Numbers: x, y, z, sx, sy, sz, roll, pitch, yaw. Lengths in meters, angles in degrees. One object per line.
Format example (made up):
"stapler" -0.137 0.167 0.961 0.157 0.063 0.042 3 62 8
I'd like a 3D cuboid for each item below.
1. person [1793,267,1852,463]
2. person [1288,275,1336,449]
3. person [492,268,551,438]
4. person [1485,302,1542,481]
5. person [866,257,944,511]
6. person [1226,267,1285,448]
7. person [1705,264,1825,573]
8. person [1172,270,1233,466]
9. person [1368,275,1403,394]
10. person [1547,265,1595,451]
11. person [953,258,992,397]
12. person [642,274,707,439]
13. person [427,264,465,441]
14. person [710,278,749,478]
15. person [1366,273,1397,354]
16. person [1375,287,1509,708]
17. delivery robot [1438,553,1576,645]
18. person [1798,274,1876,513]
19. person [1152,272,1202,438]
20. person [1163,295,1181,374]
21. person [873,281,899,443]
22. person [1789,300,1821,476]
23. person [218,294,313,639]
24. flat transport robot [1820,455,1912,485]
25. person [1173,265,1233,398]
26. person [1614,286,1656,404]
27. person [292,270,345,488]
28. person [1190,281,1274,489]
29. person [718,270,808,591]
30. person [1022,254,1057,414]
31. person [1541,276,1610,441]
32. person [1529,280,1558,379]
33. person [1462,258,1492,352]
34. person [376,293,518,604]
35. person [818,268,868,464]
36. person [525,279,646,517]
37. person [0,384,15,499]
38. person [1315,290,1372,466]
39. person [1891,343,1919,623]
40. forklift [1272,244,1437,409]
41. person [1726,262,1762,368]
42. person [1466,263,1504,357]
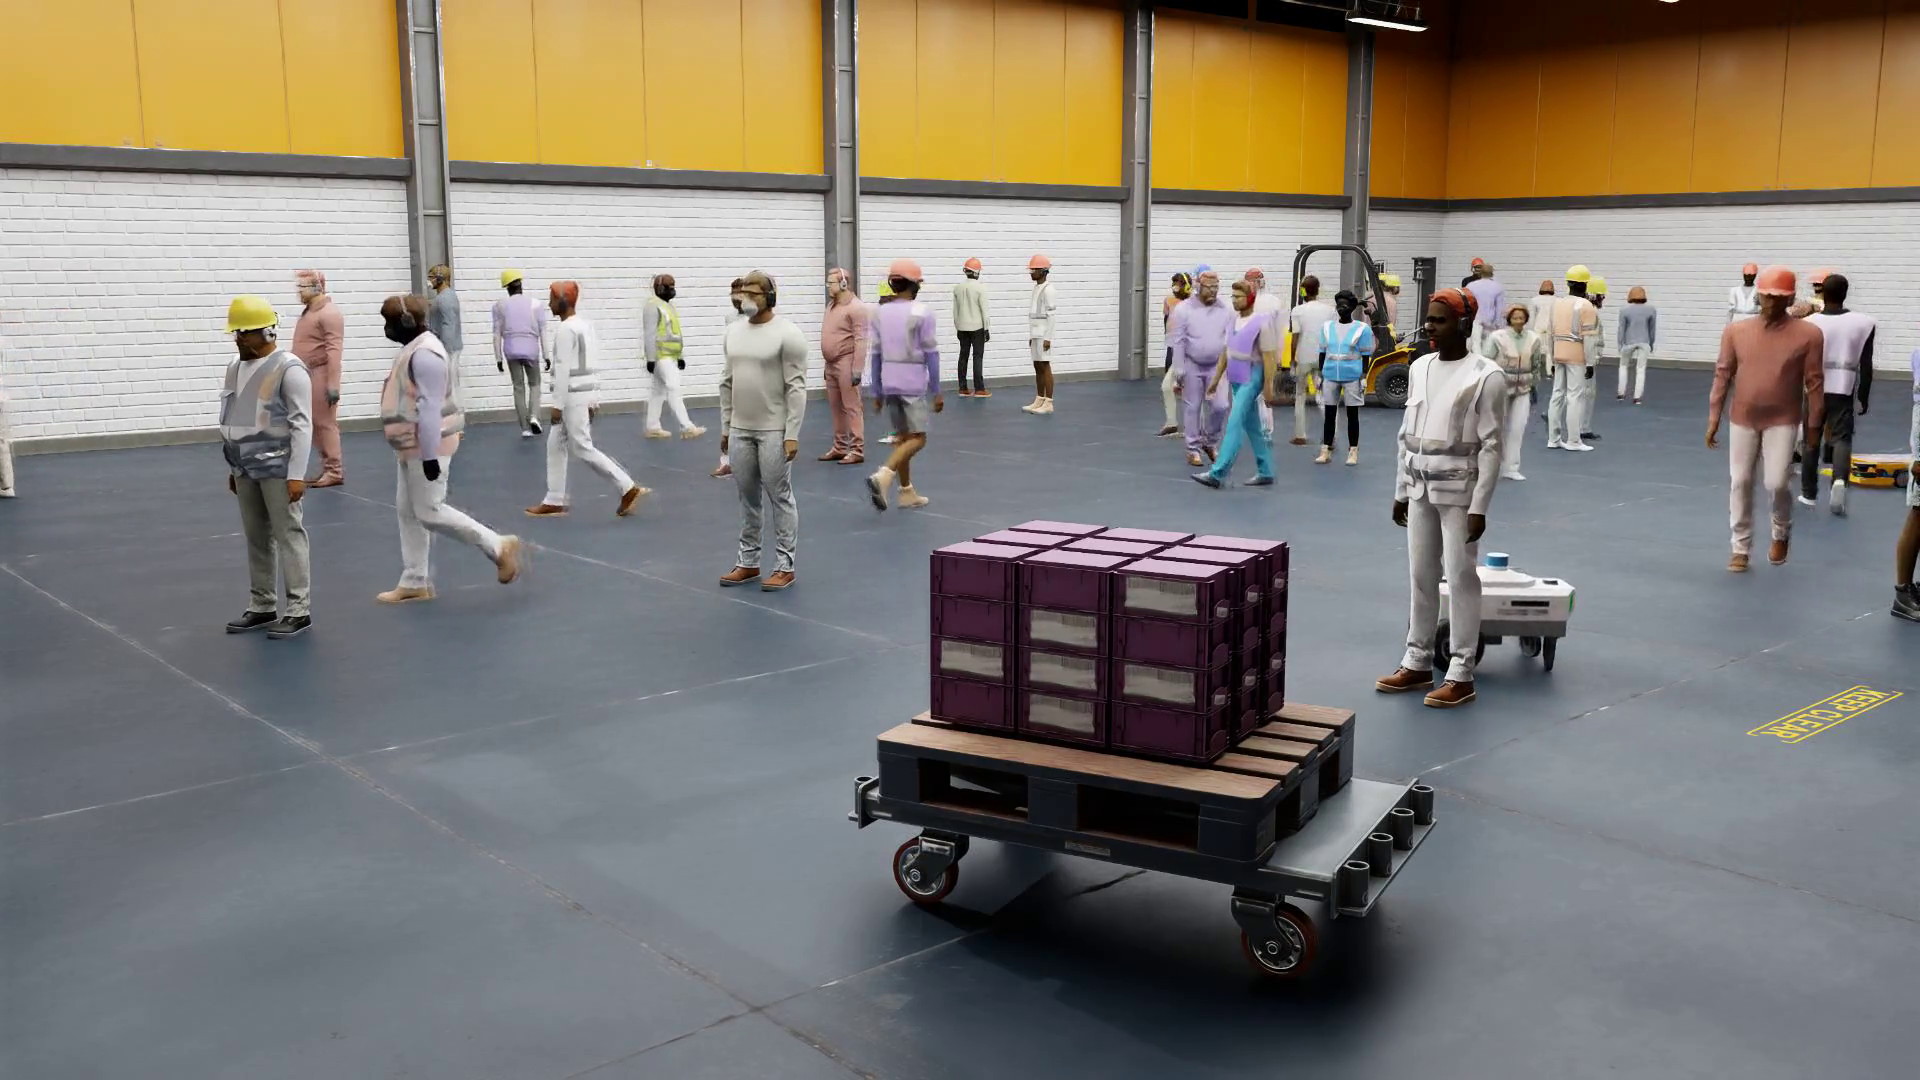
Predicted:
"person" 8.431 -1.689 16.204 0.783 1.910 0.576 -2 10 -14
"person" 3.724 -1.865 17.511 0.525 1.841 0.830 -2 10 -12
"person" -4.890 -2.083 18.575 0.630 1.887 0.432 -2 10 -11
"person" 4.972 -1.354 15.105 0.547 1.619 0.561 -2 10 -9
"person" -0.487 -1.201 13.047 0.624 2.019 0.777 8 12 38
"person" 3.093 -1.918 17.573 0.651 1.902 0.403 1 10 8
"person" 5.119 -0.762 10.596 0.641 1.973 0.461 7 12 37
"person" 2.347 -1.645 16.029 0.637 1.887 0.426 -2 10 -9
"person" 6.329 -2.975 24.253 0.770 1.740 0.527 -2 10 -9
"person" 6.368 -1.886 17.312 0.364 1.928 0.586 -5 11 -25
"person" 0.179 -3.045 23.899 0.611 1.995 0.375 7 12 36
"person" -3.142 -2.019 18.417 0.848 1.811 0.654 1 10 8
"person" -5.617 -2.043 18.199 0.353 1.937 0.635 -3 10 -15
"person" -1.966 -1.514 15.462 0.538 1.827 0.967 5 11 29
"person" 6.740 -3.409 26.705 0.533 1.768 0.310 -3 10 -14
"person" 2.183 -0.191 7.526 0.355 1.882 0.576 -5 11 -29
"delivery robot" 2.646 0.307 8.210 0.707 0.478 0.477 1 10 4
"person" 6.945 -1.173 13.265 0.592 1.890 0.859 4 11 23
"person" 2.405 -2.017 18.328 0.701 1.839 0.542 -2 10 -13
"person" 3.520 -3.387 26.807 0.532 1.691 0.322 5 11 26
"person" -0.761 -1.913 17.952 0.367 1.751 0.552 -2 10 -9
"person" 7.614 -1.370 15.189 0.440 1.624 0.515 -5 11 -25
"person" -3.703 -0.389 8.851 0.586 1.824 0.403 5 11 29
"flat transport robot" 8.540 -0.630 14.804 1.431 0.197 0.652 0 10 -1
"person" 3.440 -2.970 23.753 1.025 1.900 0.615 -2 10 -14
"person" 9.326 -2.693 22.977 0.520 1.612 0.662 2 10 12
"person" -5.649 -1.408 14.622 0.410 1.911 0.696 -8 13 -40
"person" 2.389 -1.340 14.486 0.946 1.801 0.576 -3 10 -17
"person" -1.209 -0.661 10.107 0.632 1.940 0.372 6 11 31
"person" 1.020 -2.638 21.380 0.373 2.043 0.615 -3 10 -18
"person" 6.763 -1.975 18.184 0.550 1.807 0.605 1 10 4
"person" 9.659 -3.473 27.484 0.500 1.627 0.269 3 10 15
"person" 9.672 -4.286 31.199 0.617 1.990 0.402 -1 10 -3
"person" -3.046 -0.530 9.731 0.747 1.813 0.663 -5 11 -25
"person" -1.164 -1.693 16.245 0.403 1.906 0.651 -7 12 -34
"person" -2.905 -1.077 12.805 0.891 1.856 0.566 -1 10 -5
"person" -8.198 -1.135 13.789 0.610 1.617 0.548 0 10 2
"person" 3.706 -1.565 16.107 0.532 1.697 0.319 6 11 30
"person" 5.481 -0.507 9.207 0.548 1.937 0.379 -6 11 -29
"forklift" 5.256 -2.933 22.661 2.313 2.155 1.214 3 10 16
"person" 12.081 -3.299 25.578 0.543 1.924 0.428 7 12 35
"person" 8.758 -3.672 27.841 0.630 1.912 0.914 2 10 9
